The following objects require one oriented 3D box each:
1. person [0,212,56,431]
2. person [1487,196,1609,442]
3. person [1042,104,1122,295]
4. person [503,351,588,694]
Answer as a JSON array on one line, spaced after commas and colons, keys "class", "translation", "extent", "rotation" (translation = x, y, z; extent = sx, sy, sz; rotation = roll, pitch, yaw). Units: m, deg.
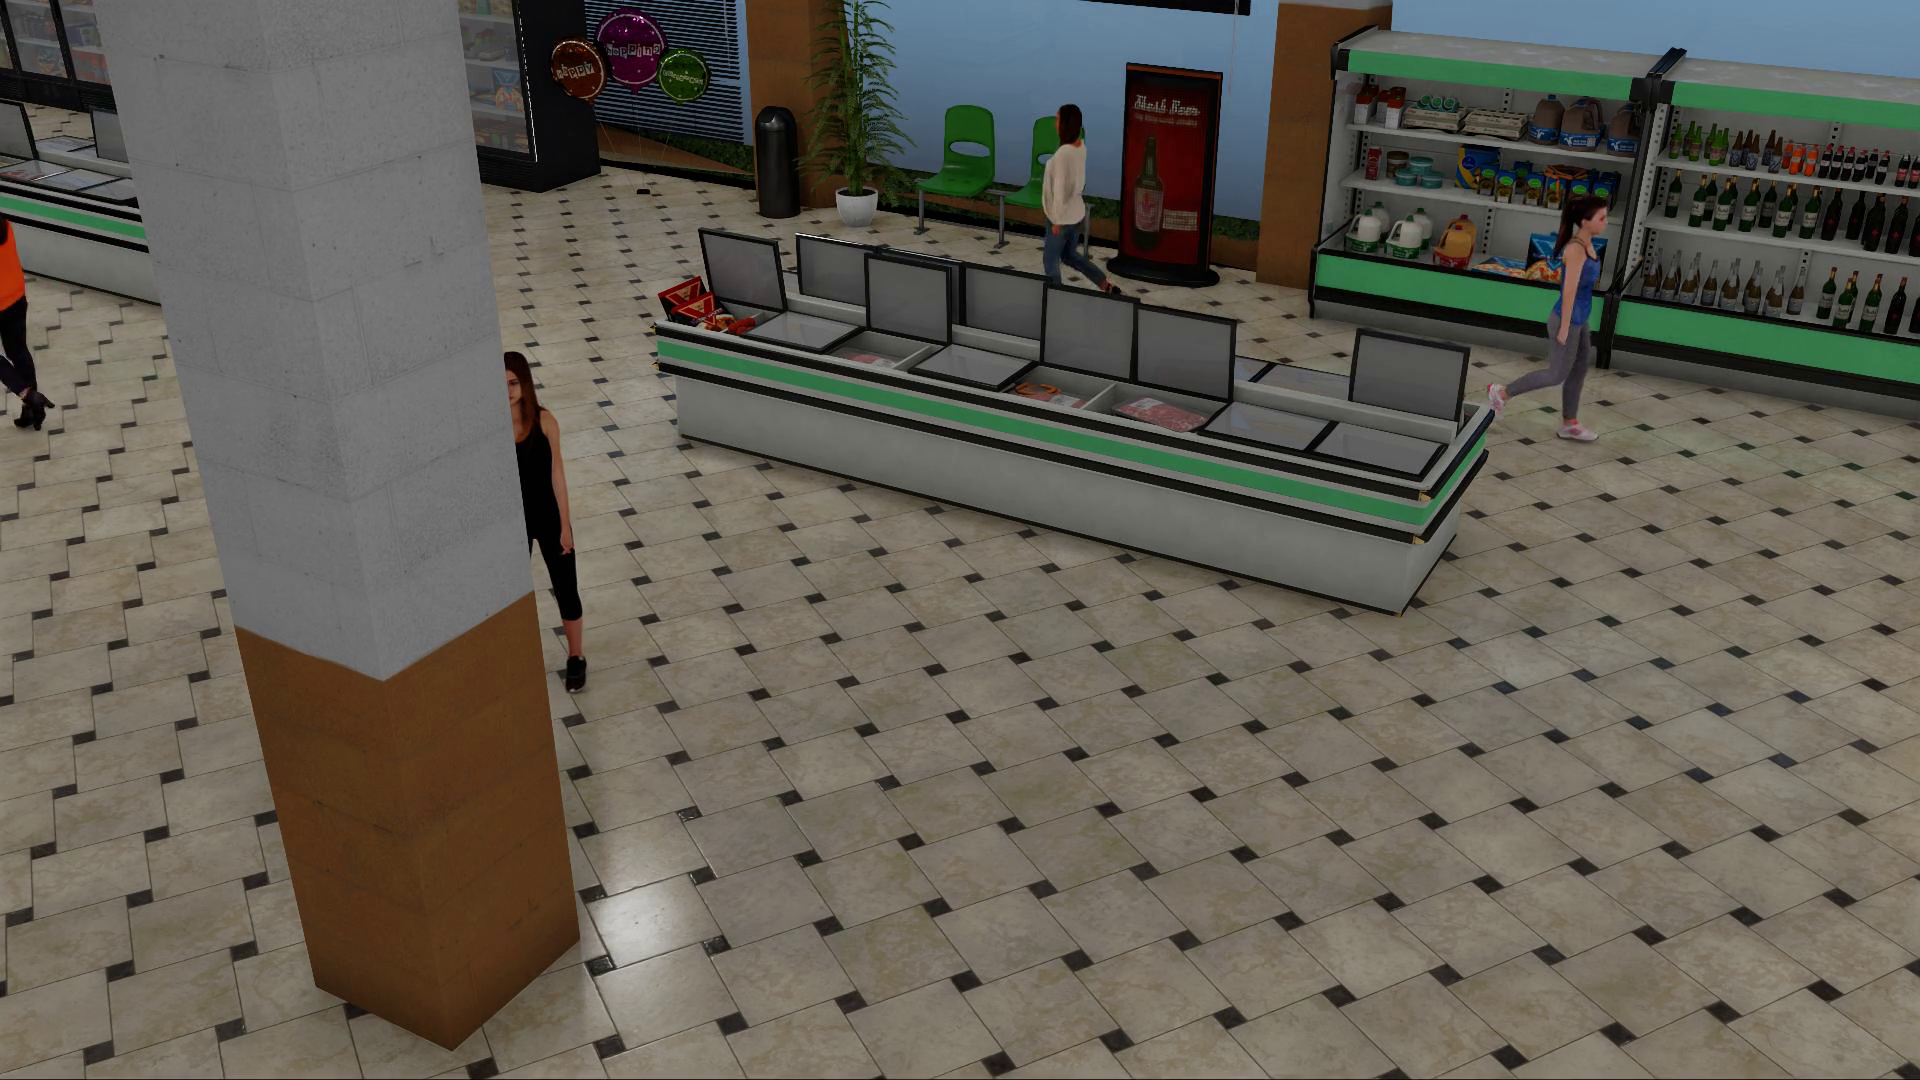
[{"class": "person", "translation": [-6.060, -1.484, 10.567], "extent": [0.760, 1.738, 0.649], "rotation": [12, 29, 22]}, {"class": "person", "translation": [3.789, -1.386, 10.534], "extent": [0.938, 1.592, 0.577], "rotation": [13, 30, 24]}, {"class": "person", "translation": [0.869, -2.417, 12.491], "extent": [0.952, 1.662, 0.679], "rotation": [11, 29, 21]}, {"class": "person", "translation": [-2.003, -0.081, 7.814], "extent": [0.615, 1.724, 0.700], "rotation": [-3, 27, -5]}]
